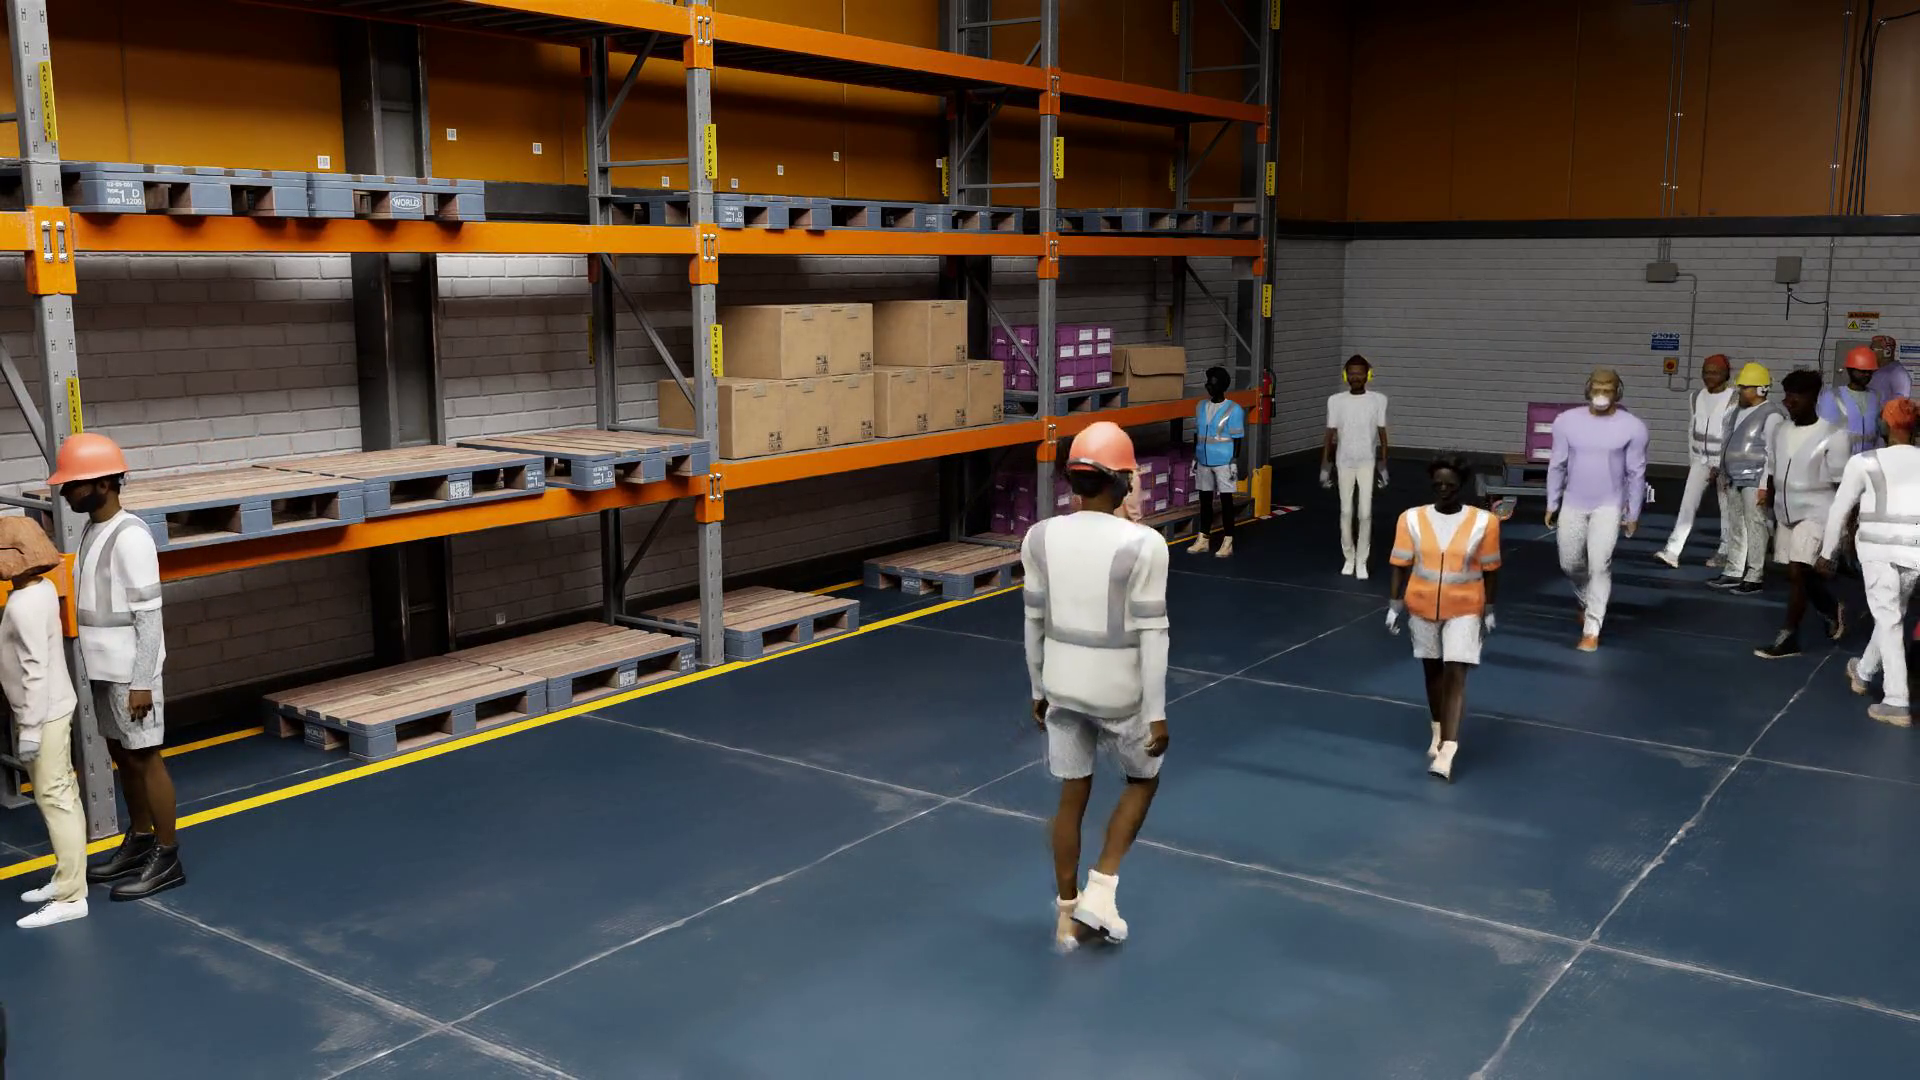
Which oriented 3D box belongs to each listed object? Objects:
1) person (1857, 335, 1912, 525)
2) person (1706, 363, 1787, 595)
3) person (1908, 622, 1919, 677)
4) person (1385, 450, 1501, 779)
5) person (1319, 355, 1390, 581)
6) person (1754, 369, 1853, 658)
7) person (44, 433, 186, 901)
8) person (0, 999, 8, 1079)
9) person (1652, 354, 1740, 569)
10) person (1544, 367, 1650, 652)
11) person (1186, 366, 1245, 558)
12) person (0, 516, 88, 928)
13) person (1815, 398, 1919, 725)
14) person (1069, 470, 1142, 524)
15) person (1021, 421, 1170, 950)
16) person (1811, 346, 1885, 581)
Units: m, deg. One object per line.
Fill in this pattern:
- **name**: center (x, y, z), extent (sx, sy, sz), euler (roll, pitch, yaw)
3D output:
- **person**: center (8.947, -1.042, 16.247), extent (0.402, 1.906, 0.652), euler (0, 10, 1)
- **person**: center (6.219, -0.485, 13.149), extent (0.404, 1.833, 0.586), euler (-1, 10, -5)
- **person**: center (6.288, 0.040, 10.350), extent (0.763, 1.739, 0.536), euler (-6, 11, -33)
- **person**: center (2.449, 0.377, 8.511), extent (0.547, 1.650, 0.856), euler (5, 11, 27)
- **person**: center (3.246, -0.588, 13.701), extent (0.568, 1.842, 0.783), euler (3, 10, 15)
- **person**: center (5.687, -0.180, 11.081), extent (0.807, 1.930, 0.635), euler (-4, 10, -20)
- **person**: center (-3.488, 0.521, 6.852), extent (0.377, 1.932, 0.552), euler (-9, 13, -44)
- **person**: center (-1.848, 1.273, 2.719), extent (0.632, 1.820, 0.666), euler (-1, 10, -9)
- **person**: center (6.321, -0.644, 14.074), extent (0.952, 1.832, 0.567), euler (-6, 11, -33)
- **person**: center (4.356, -0.231, 11.382), extent (0.637, 1.921, 0.715), euler (6, 11, 33)
- **person**: center (2.274, -0.693, 14.791), extent (0.319, 1.697, 0.532), euler (-9, 13, -44)
- **person**: center (-3.665, 0.712, 6.606), extent (0.282, 1.634, 0.498), euler (-4, 10, -22)
- **person**: center (5.379, 0.093, 9.691), extent (0.602, 1.826, 1.002), euler (1, 10, 6)
- **person**: center (0.943, 0.063, 10.585), extent (0.517, 1.595, 0.830), euler (5, 11, 26)
- **person**: center (0.531, 0.565, 6.316), extent (0.646, 2.024, 0.442), euler (6, 11, 33)
- **person**: center (7.313, -0.622, 13.648), extent (0.548, 1.937, 0.379), euler (-1, 10, -7)
